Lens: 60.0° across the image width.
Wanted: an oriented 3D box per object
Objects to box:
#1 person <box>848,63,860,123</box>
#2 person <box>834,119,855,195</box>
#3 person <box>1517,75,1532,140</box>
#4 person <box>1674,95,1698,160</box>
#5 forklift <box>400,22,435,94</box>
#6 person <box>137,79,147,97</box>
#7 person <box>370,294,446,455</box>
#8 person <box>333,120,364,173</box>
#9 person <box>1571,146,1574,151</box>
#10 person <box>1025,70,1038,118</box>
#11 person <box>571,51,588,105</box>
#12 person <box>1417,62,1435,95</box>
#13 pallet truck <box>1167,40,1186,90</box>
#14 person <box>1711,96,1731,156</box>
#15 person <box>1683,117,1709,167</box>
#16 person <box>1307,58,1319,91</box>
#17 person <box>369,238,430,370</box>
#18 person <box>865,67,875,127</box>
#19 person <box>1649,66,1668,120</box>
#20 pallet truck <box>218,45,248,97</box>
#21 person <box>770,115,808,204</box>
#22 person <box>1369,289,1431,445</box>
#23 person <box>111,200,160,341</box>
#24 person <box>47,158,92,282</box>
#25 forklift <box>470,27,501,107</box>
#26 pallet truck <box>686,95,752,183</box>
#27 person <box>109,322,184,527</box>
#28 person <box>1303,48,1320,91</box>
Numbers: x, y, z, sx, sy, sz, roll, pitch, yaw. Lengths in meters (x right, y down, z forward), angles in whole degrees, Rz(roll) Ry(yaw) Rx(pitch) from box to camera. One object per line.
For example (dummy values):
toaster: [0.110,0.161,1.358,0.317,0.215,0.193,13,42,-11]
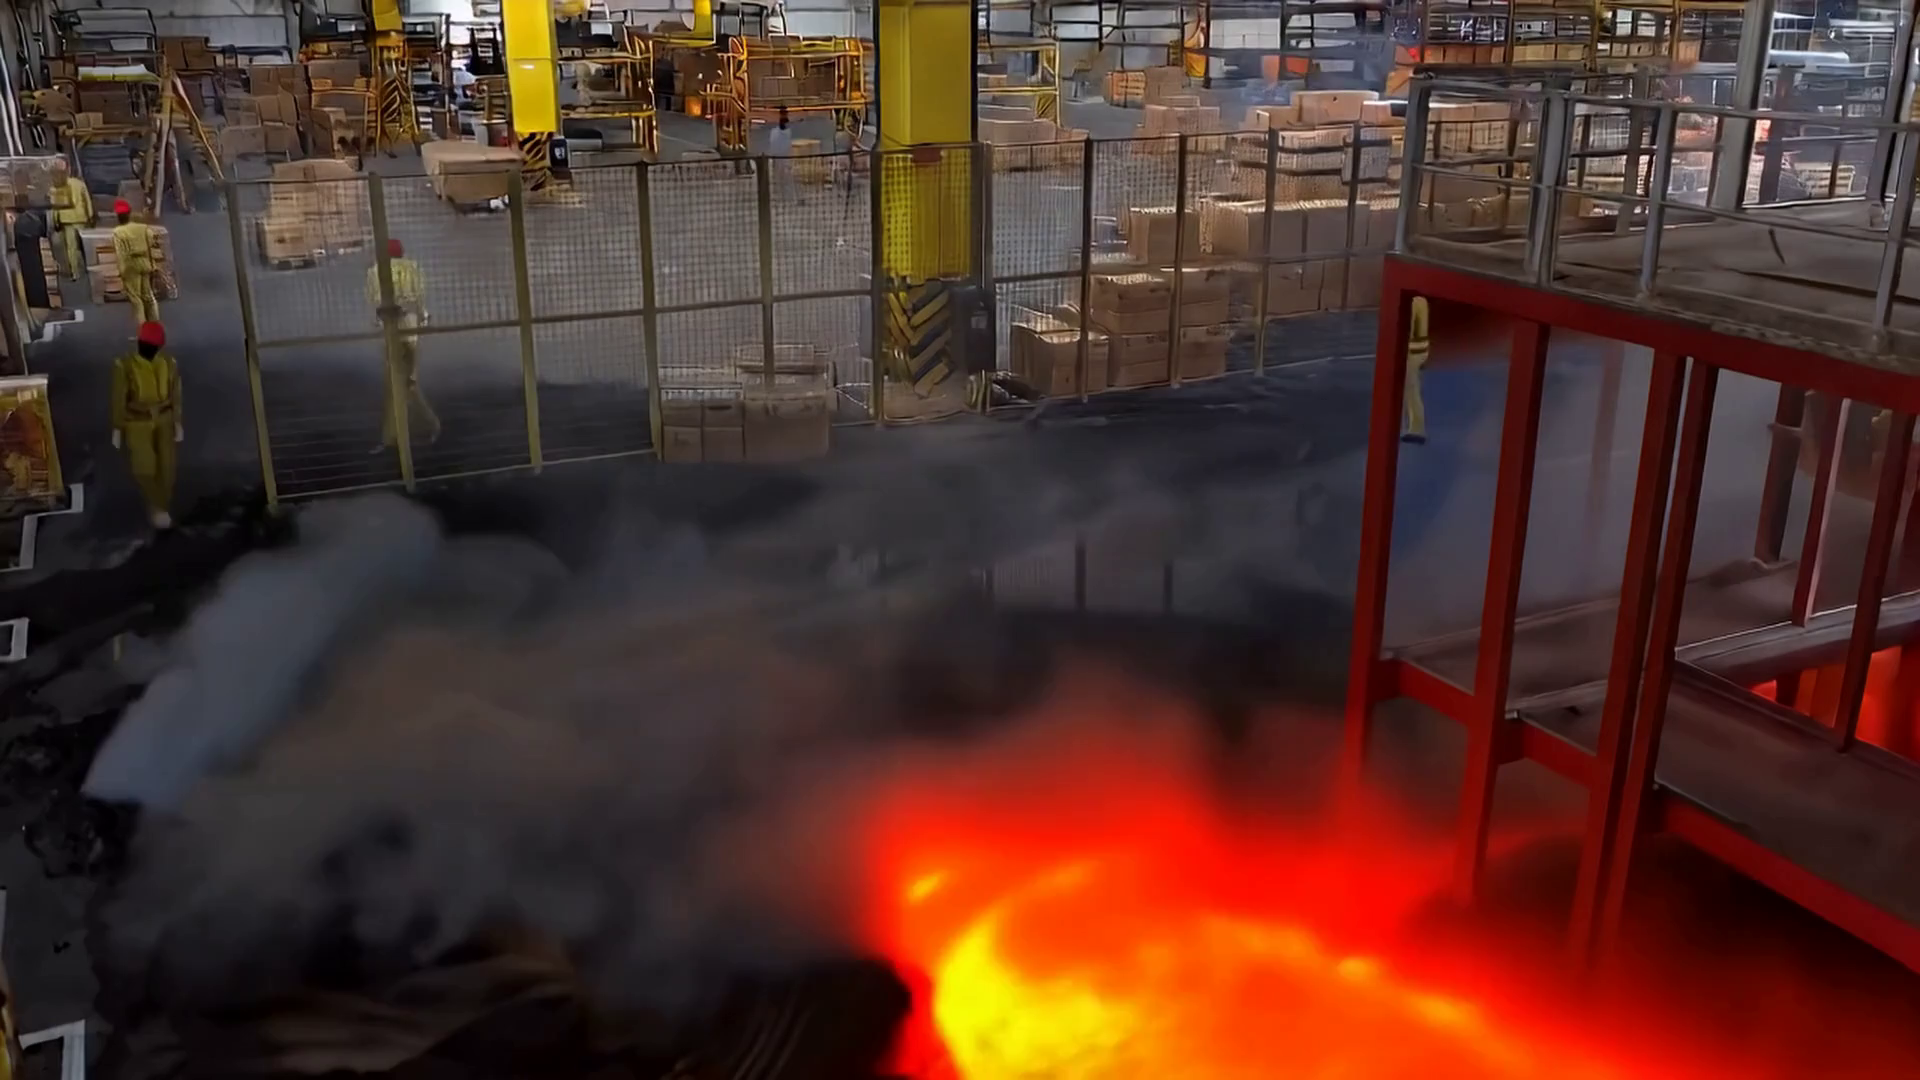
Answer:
person: [-3.506,-14.688,54.708,0.399,1.919,0.582,3,19,8]
person: [-2.605,-8.628,37.485,0.534,1.691,0.321,10,21,26]
person: [16.760,-12.869,49.506,0.993,1.877,0.610,11,22,30]
person: [17.877,-10.004,41.097,0.544,1.935,0.361,2,19,5]
forklift: [-22.141,-19.205,66.342,1.129,2.768,1.873,14,23,35]
person: [-25.182,-13.420,51.462,0.520,1.633,0.312,8,21,23]
person: [-5.919,-1.806,17.677,0.497,1.709,0.867,14,23,35]
person: [-12.632,-7.704,34.428,0.546,1.938,0.360,-8,21,-23]
person: [13.947,-9.179,38.827,0.607,1.855,1.036,-18,26,-41]
person: [2.397,-15.032,56.148,0.691,1.612,0.513,-16,25,-39]
person: [-14.145,-17.200,61.952,0.632,1.940,0.372,-5,20,-15]
person: [15.017,-14.495,53.956,0.708,2.000,0.544,-8,21,-23]
pallet truck: [9.045,-19.971,69.895,0.823,1.965,1.885,-3,19,-8]
person: [20.567,-11.096,44.724,0.527,1.618,0.342,-9,21,-26]
person: [16.610,-8.688,37.610,0.550,1.725,0.584,3,19,8]
person: [12.142,-15.502,56.990,0.689,1.961,0.631,14,23,34]
person: [-6.857,-2.816,20.475,0.652,1.789,0.948,-2,19,-5]
person: [-2.826,-14.262,53.535,0.576,1.877,0.349,17,25,40]
person: [23.061,-14.789,55.174,0.887,1.790,0.590,-12,22,-31]
pallet truck: [-28.879,-18.665,66.111,0.823,1.965,1.885,-3,19,-9]
person: [-3.763,-8.184,35.892,1.005,1.889,0.656,15,24,37]
person: [4.732,-1.969,17.928,0.810,1.854,0.582,12,22,30]
person: [-11.339,-3.696,22.832,0.383,1.921,0.586,8,21,22]
person: [-14.494,-5.212,27.130,0.611,1.985,0.393,-17,26,-41]
forklift: [-17.269,-17.254,60.687,1.129,2.768,1.873,-2,19,-6]
pallet truck: [-5.836,-9.608,39.856,0.823,1.965,1.885,10,22,27]
person: [-7.387,-1.041,15.157,0.513,1.905,0.680,13,23,33]
person: [14.269,-18.997,67.384,0.960,1.792,0.646,-9,21,-24]
